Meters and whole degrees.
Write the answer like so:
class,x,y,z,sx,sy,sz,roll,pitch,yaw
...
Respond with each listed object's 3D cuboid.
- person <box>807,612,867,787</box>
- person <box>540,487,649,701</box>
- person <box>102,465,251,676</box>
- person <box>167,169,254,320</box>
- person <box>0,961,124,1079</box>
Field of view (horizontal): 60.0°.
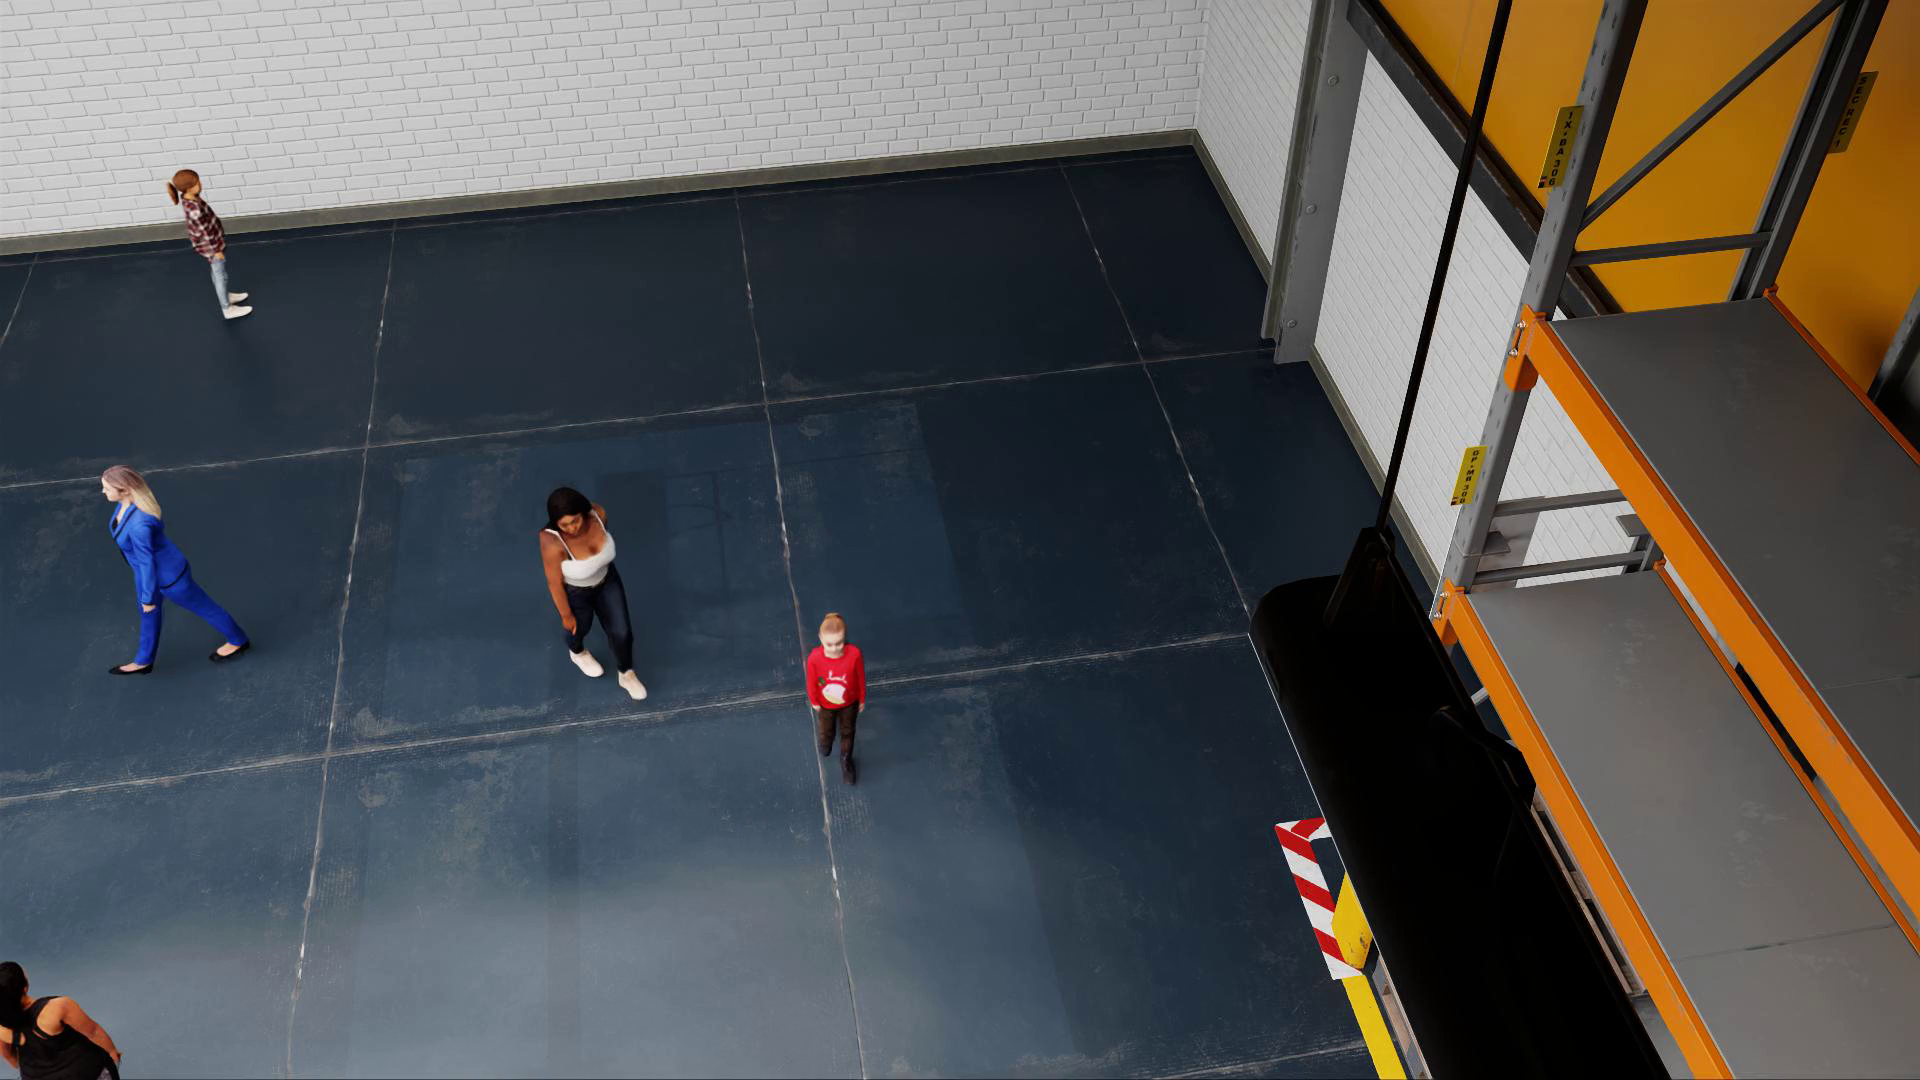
class,x,y,z,sx,sy,sz,roll,pitch,yaw
person,-0.730,0.893,9.875,0.499,1.274,0.633,-8,44,-9
person,-2.335,0.243,10.198,1.040,1.770,0.913,32,52,29
person,-4.843,0.172,10.347,0.980,1.666,1.100,-24,48,-23
person,-6.019,-2.380,13.289,0.659,1.304,0.545,-19,47,-19
person,-4.260,2.505,7.900,0.607,1.665,0.544,-12,45,-12
